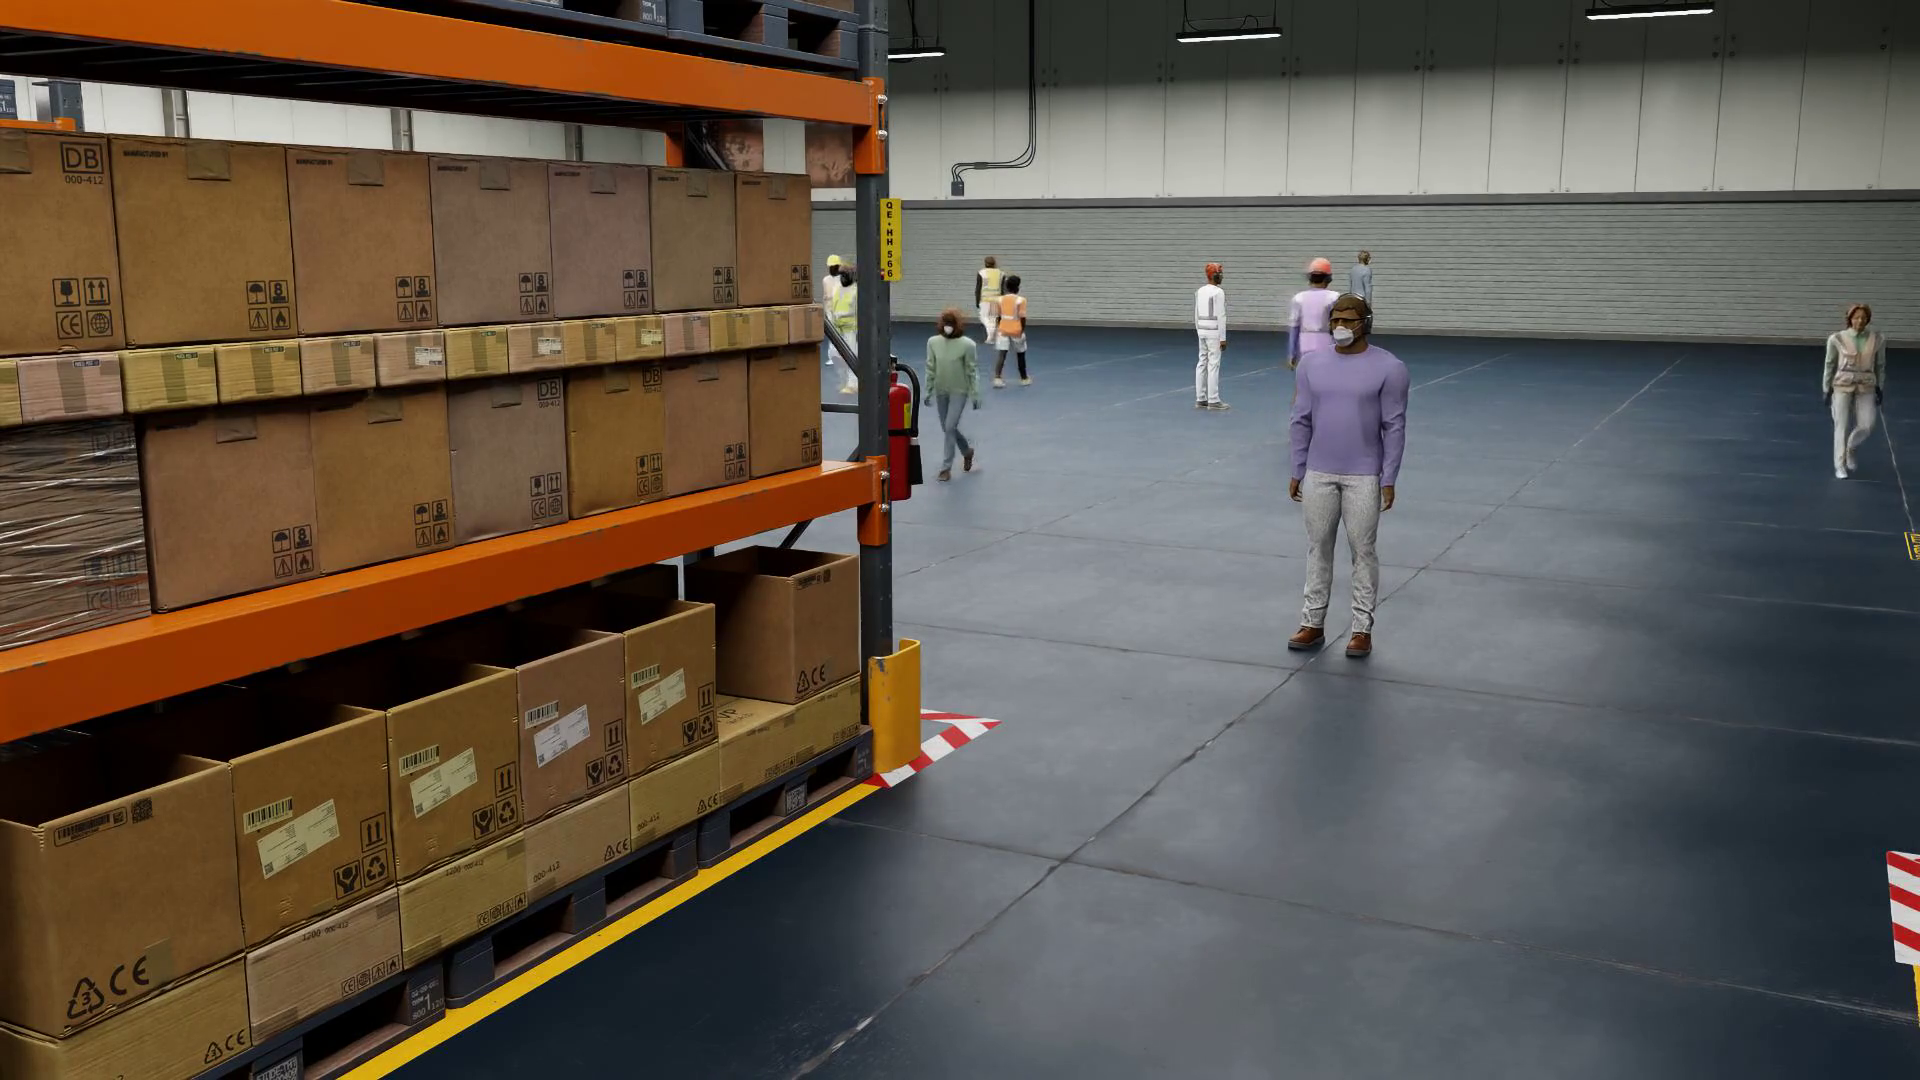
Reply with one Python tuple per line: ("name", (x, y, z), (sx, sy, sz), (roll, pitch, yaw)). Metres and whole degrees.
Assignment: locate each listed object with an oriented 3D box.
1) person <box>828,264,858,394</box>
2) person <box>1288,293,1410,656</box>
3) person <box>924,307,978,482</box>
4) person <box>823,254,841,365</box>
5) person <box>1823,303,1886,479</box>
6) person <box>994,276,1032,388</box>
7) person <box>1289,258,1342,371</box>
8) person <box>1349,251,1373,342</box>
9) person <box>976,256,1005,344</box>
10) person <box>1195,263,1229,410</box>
("person", (-1.598, -2.974, 23.542), (0.656, 1.828, 0.451), (8, 13, 39))
("person", (2.062, -0.349, 8.926), (0.631, 1.940, 0.372), (6, 12, 30))
("person", (-0.044, -1.367, 15.419), (0.508, 1.603, 0.759), (6, 12, 28))
("person", (-2.099, -4.006, 28.945), (0.592, 1.909, 0.664), (5, 12, 26))
("person", (8.241, -1.373, 15.359), (0.533, 1.623, 0.398), (2, 11, 13))
("person", (0.761, -3.060, 24.497), (0.540, 1.652, 0.857), (7, 12, 32))
("person", (3.884, -2.081, 18.219), (0.604, 2.004, 1.041), (9, 14, 42))
("person", (7.892, -4.707, 32.689), (0.361, 1.938, 0.635), (-4, 11, -21))
("person", (0.634, -4.936, 34.268), (0.635, 1.829, 0.631), (-4, 11, -23))
("person", (3.253, -2.623, 21.480), (0.354, 1.883, 0.576), (-5, 12, -26))
